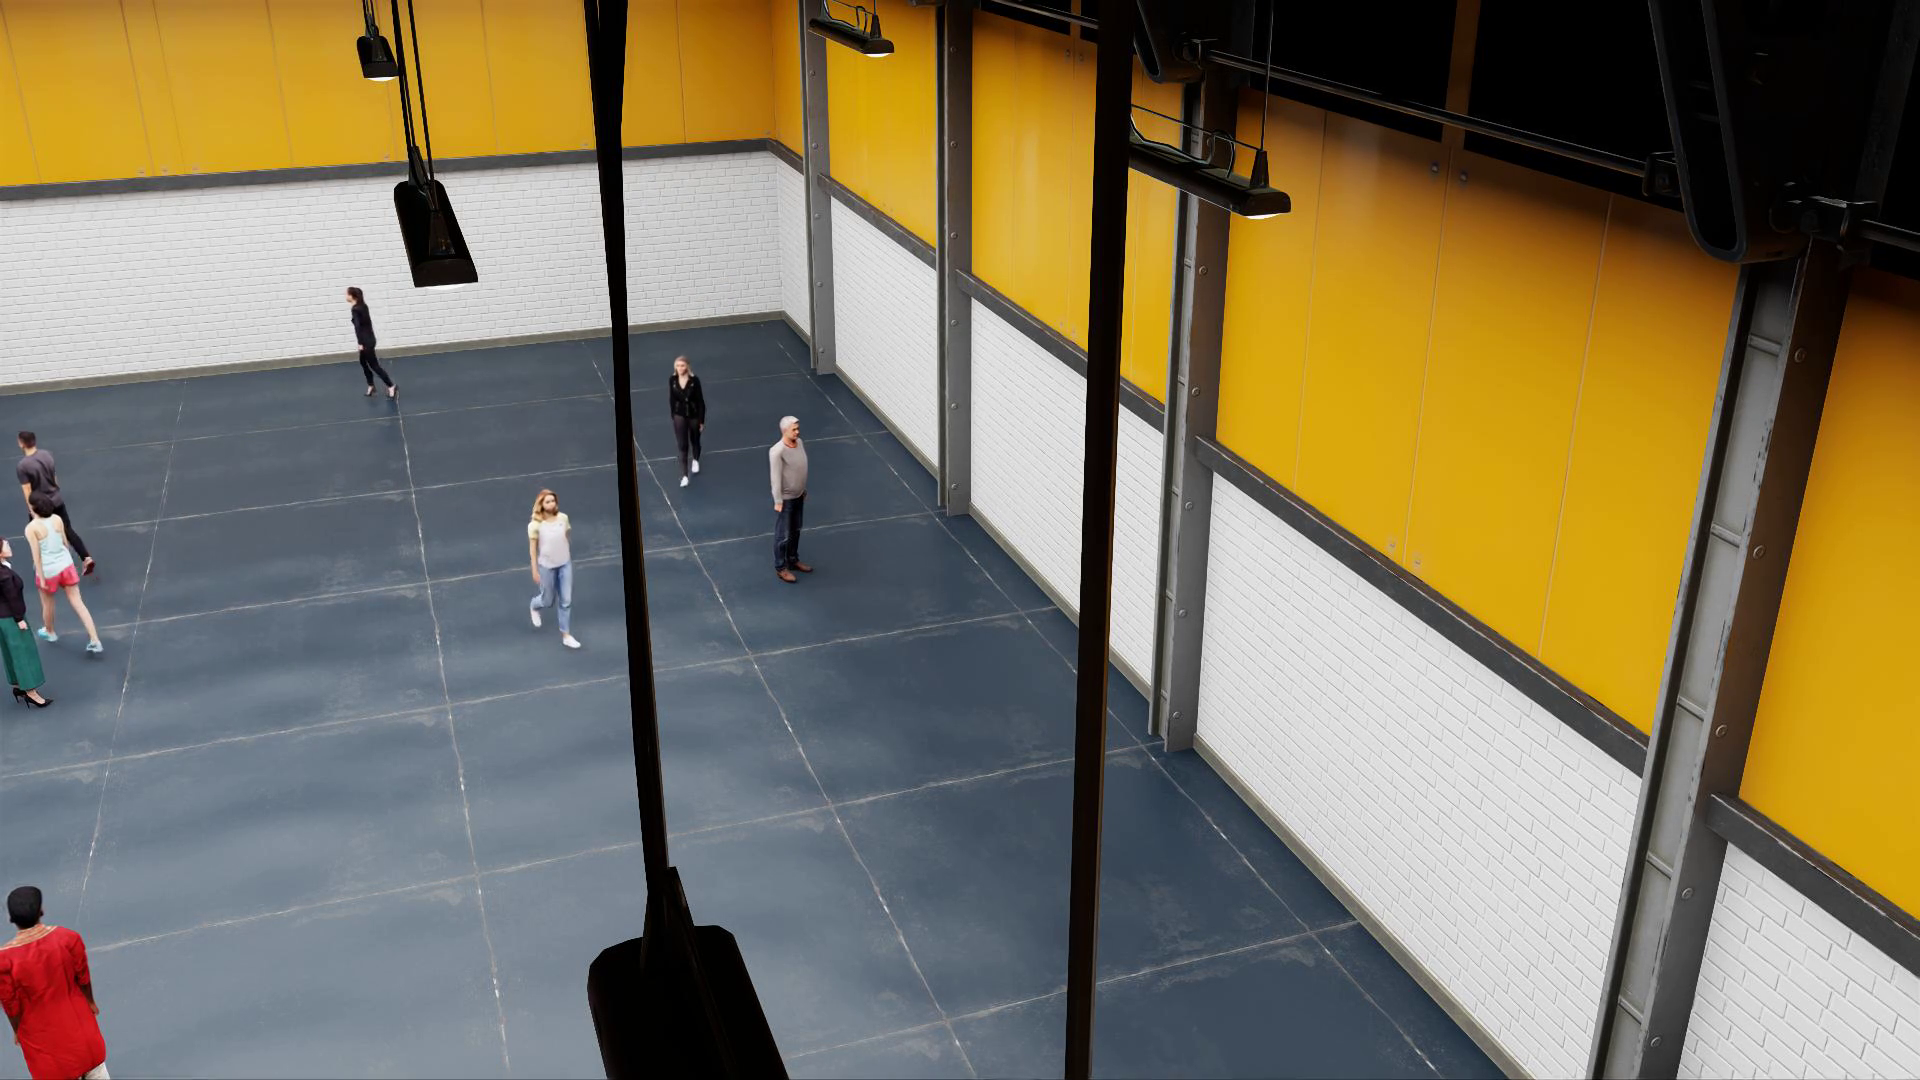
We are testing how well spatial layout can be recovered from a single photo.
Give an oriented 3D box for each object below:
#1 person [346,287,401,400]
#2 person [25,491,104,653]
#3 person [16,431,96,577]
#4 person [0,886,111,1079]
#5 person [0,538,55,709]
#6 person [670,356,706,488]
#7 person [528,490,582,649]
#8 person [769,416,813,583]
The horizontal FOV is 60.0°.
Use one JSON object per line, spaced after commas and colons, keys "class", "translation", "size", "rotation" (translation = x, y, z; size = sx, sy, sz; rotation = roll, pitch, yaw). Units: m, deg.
{"class": "person", "translation": [-8.575, -2.847, 24.264], "size": [0.791, 1.667, 0.842], "rotation": [-2, 24, -4]}
{"class": "person", "translation": [-9.087, 0.371, 16.844], "size": [1.242, 1.713, 1.102], "rotation": [14, 27, 29]}
{"class": "person", "translation": [-10.100, -0.371, 18.510], "size": [1.176, 1.737, 1.105], "rotation": [11, 26, 24]}
{"class": "person", "translation": [-5.752, 3.017, 10.576], "size": [0.755, 1.884, 0.718], "rotation": [-18, 30, -36]}
{"class": "person", "translation": [-9.048, 0.780, 15.877], "size": [0.639, 1.738, 0.767], "rotation": [19, 30, 37]}
{"class": "person", "translation": [-3.465, -1.564, 21.362], "size": [0.877, 1.639, 1.217], "rotation": [0, 24, 0]}
{"class": "person", "translation": [-4.223, 0.268, 17.089], "size": [1.106, 1.706, 0.906], "rotation": [21, 31, 39]}
{"class": "person", "translation": [-1.910, -0.495, 18.581], "size": [0.878, 1.908, 0.834], "rotation": [12, 26, 26]}
